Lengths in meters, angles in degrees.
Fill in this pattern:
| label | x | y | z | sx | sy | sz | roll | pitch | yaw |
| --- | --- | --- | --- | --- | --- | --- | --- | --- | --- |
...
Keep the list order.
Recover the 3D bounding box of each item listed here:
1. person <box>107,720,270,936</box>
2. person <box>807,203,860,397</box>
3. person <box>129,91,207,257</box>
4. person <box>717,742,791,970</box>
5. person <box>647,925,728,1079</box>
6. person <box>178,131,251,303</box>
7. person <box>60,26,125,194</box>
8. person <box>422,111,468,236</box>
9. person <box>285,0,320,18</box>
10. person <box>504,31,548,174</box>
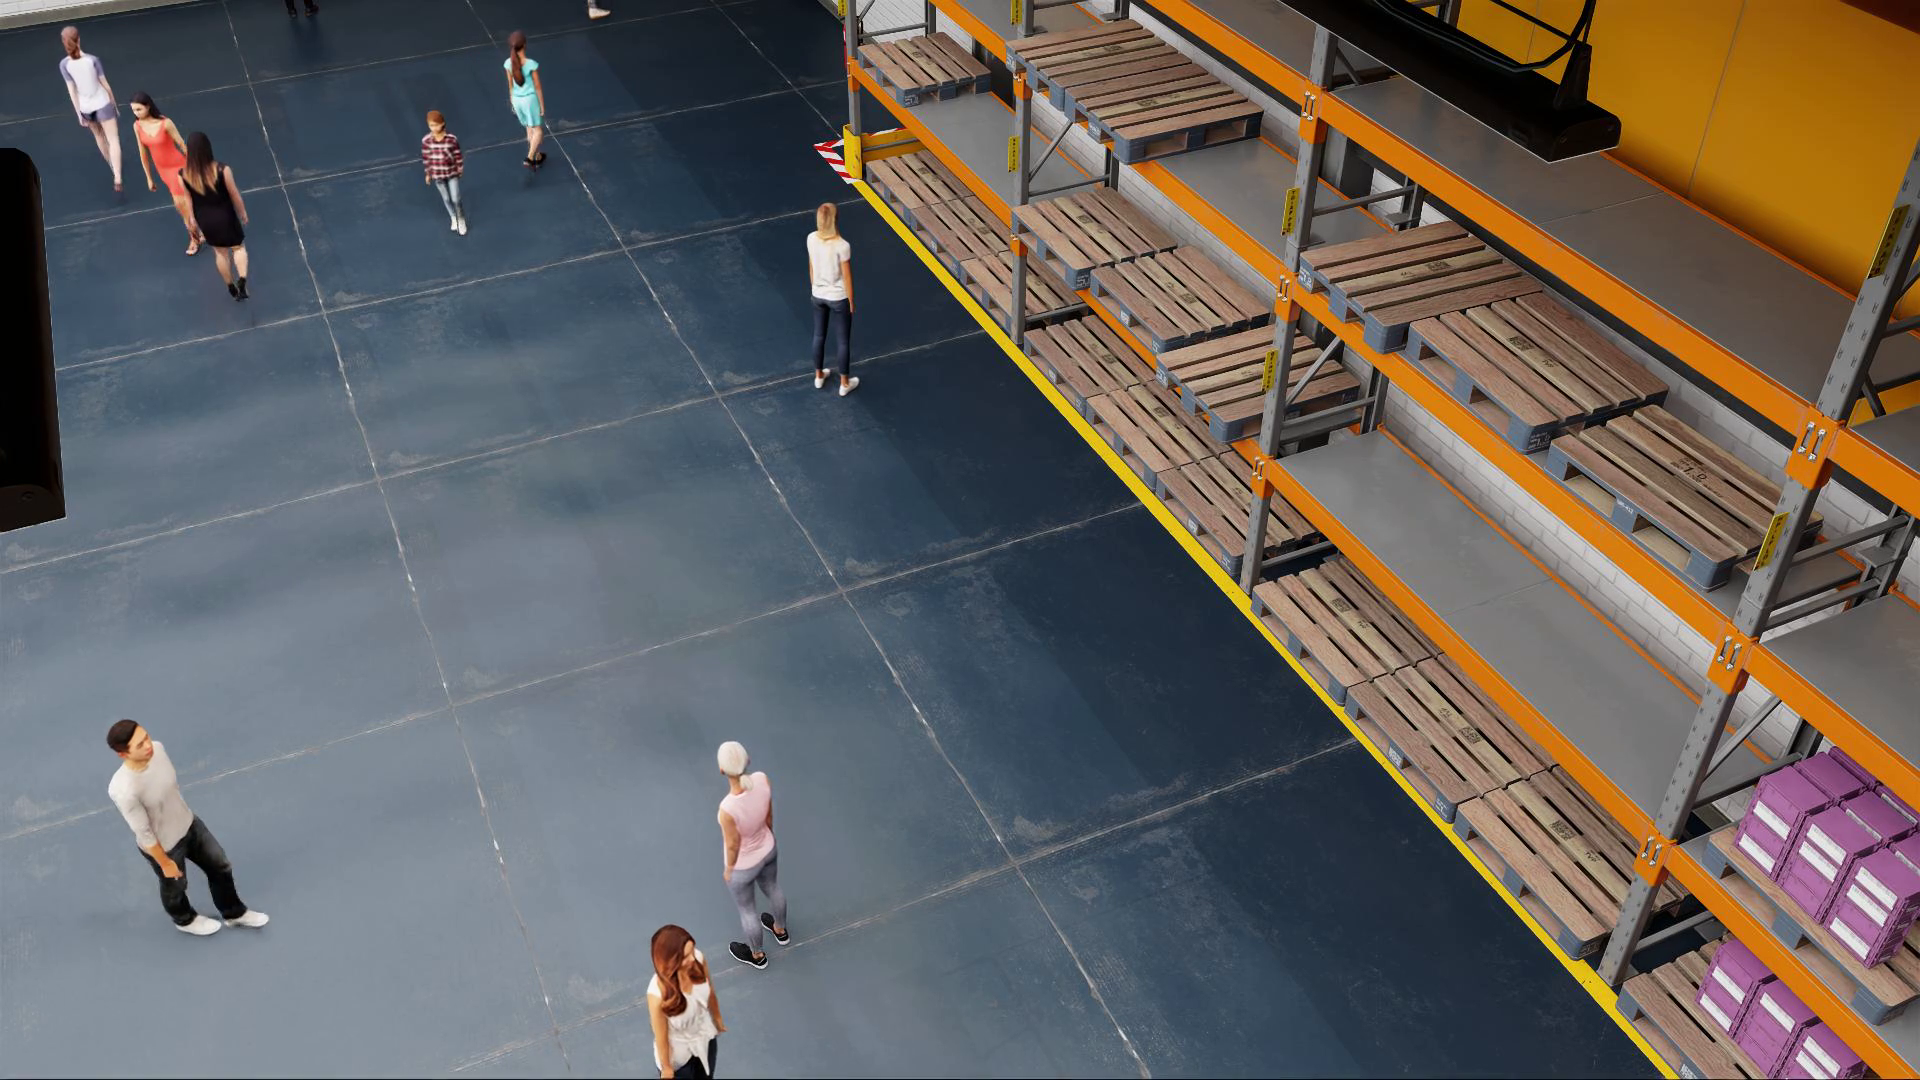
| label | x | y | z | sx | sy | sz | roll | pitch | yaw |
| --- | --- | --- | --- | --- | --- | --- | --- | --- | --- |
| person | -4.735 | 1.723 | 9.766 | 0.950 | 1.794 | 0.906 | 6 | 39 | 7 |
| person | -1.133 | -2.106 | 14.550 | 0.623 | 1.807 | 0.709 | 18 | 42 | 21 |
| person | -7.844 | -3.722 | 16.668 | 0.834 | 1.688 | 0.923 | 4 | 39 | 5 |
| person | -1.219 | 1.832 | 9.688 | 0.636 | 1.720 | 0.632 | 26 | 45 | 29 |
| person | -1.450 | 2.613 | 8.659 | 0.696 | 1.784 | 0.679 | 21 | 43 | 25 |
| person | -7.022 | -2.980 | 15.734 | 0.758 | 1.695 | 0.817 | -11 | 40 | -13 |
| person | -9.181 | -4.534 | 17.650 | 0.643 | 1.732 | 1.123 | -11 | 40 | -13 |
| person | -5.289 | -3.812 | 17.096 | 0.621 | 1.295 | 0.678 | -3 | 39 | -4 |
| person | -8.765 | -7.728 | 21.566 | 0.692 | 1.836 | 0.620 | -7 | 39 | -8 |
| person | -4.722 | -4.705 | 18.017 | 0.854 | 1.541 | 0.959 | 8 | 39 | 9 |
